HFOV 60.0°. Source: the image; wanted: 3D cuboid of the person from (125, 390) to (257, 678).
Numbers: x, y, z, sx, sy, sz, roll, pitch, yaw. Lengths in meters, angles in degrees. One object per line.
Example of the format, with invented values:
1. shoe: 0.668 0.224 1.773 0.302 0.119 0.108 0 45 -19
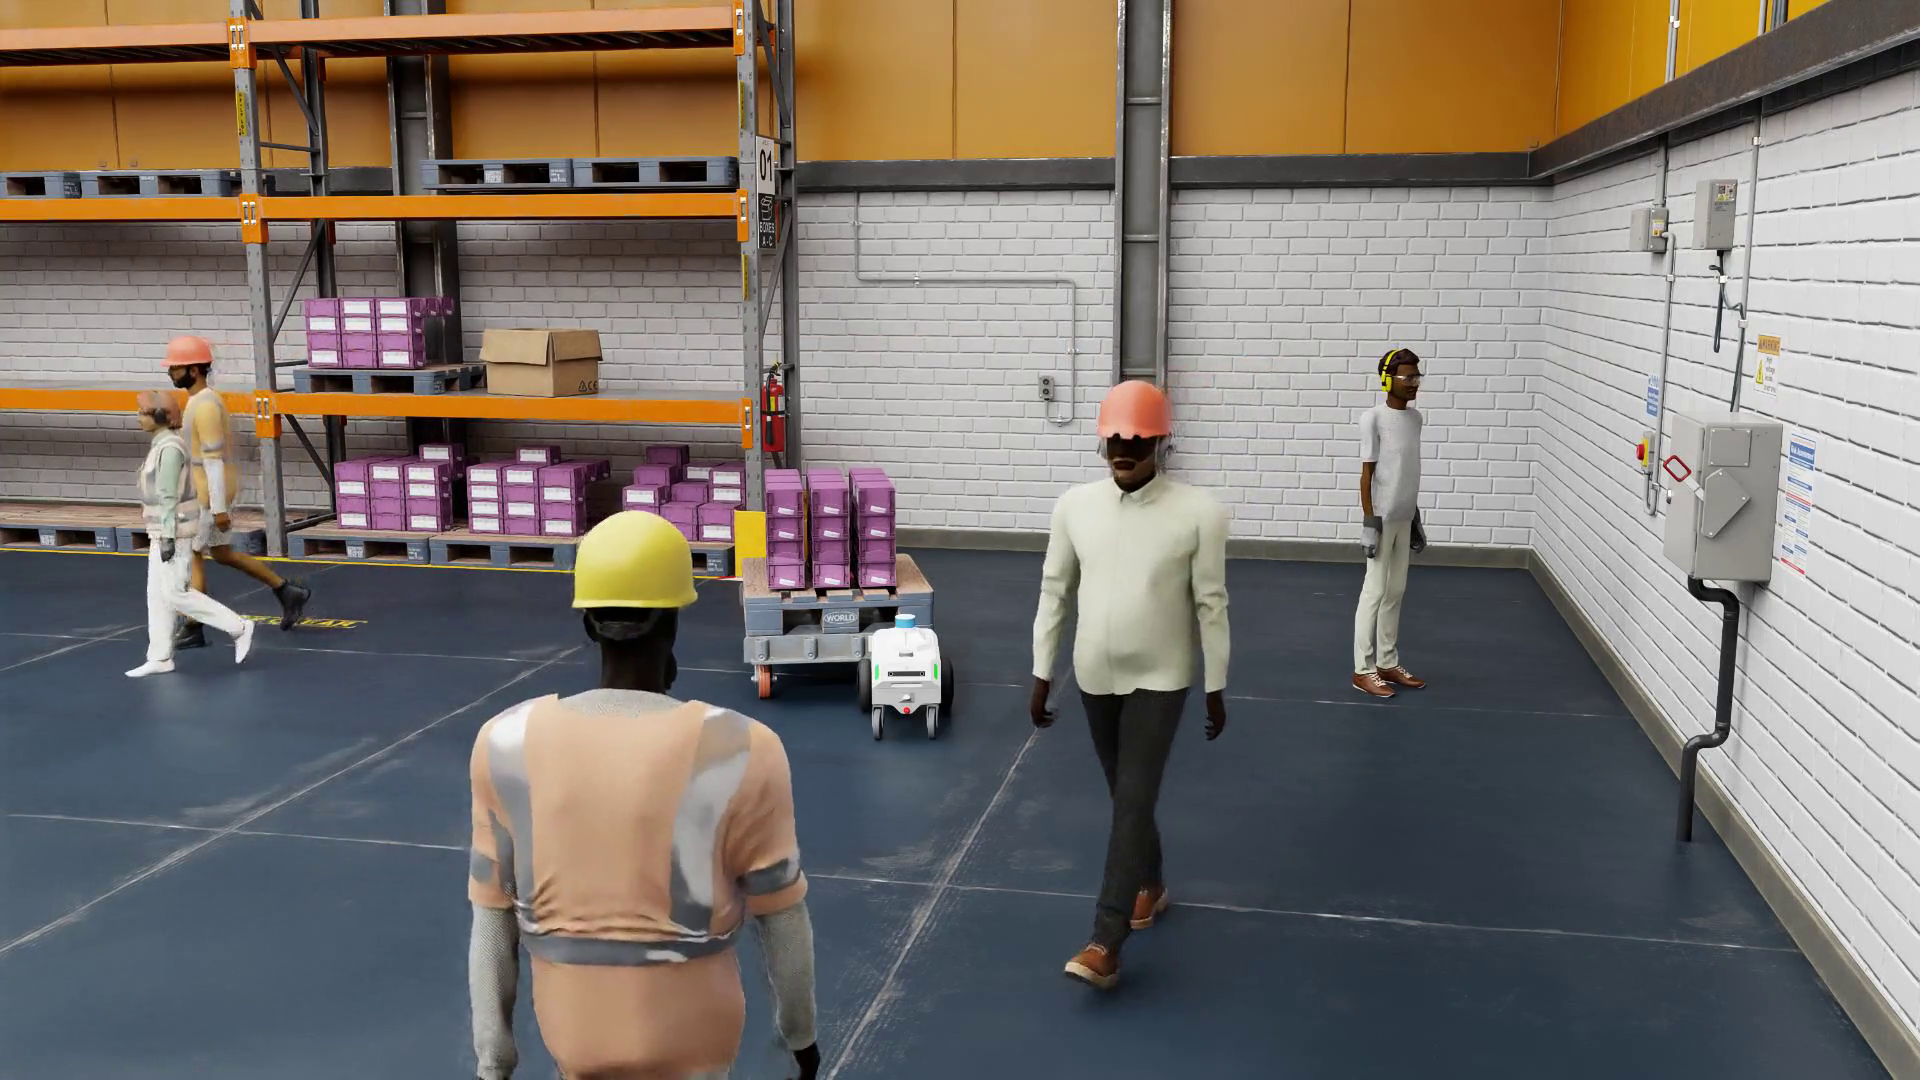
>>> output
1. person: -4.376 -0.037 9.366 0.610 1.623 0.523 -6 11 -33

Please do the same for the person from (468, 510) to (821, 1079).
1. person: -0.576 0.876 3.122 0.611 1.871 0.984 2 10 10

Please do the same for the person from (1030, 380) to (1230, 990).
1. person: 0.529 0.449 5.494 0.648 1.936 1.007 5 11 27

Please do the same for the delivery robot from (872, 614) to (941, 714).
1. delivery robot: -0.274 0.618 8.368 0.477 0.478 0.707 0 9 -3

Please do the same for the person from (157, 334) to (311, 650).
1. person: -4.460 -0.293 10.077 0.847 1.915 0.549 -4 10 -21

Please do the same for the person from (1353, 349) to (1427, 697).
1. person: 2.350 -0.098 9.011 0.513 1.872 0.328 -9 13 -42
